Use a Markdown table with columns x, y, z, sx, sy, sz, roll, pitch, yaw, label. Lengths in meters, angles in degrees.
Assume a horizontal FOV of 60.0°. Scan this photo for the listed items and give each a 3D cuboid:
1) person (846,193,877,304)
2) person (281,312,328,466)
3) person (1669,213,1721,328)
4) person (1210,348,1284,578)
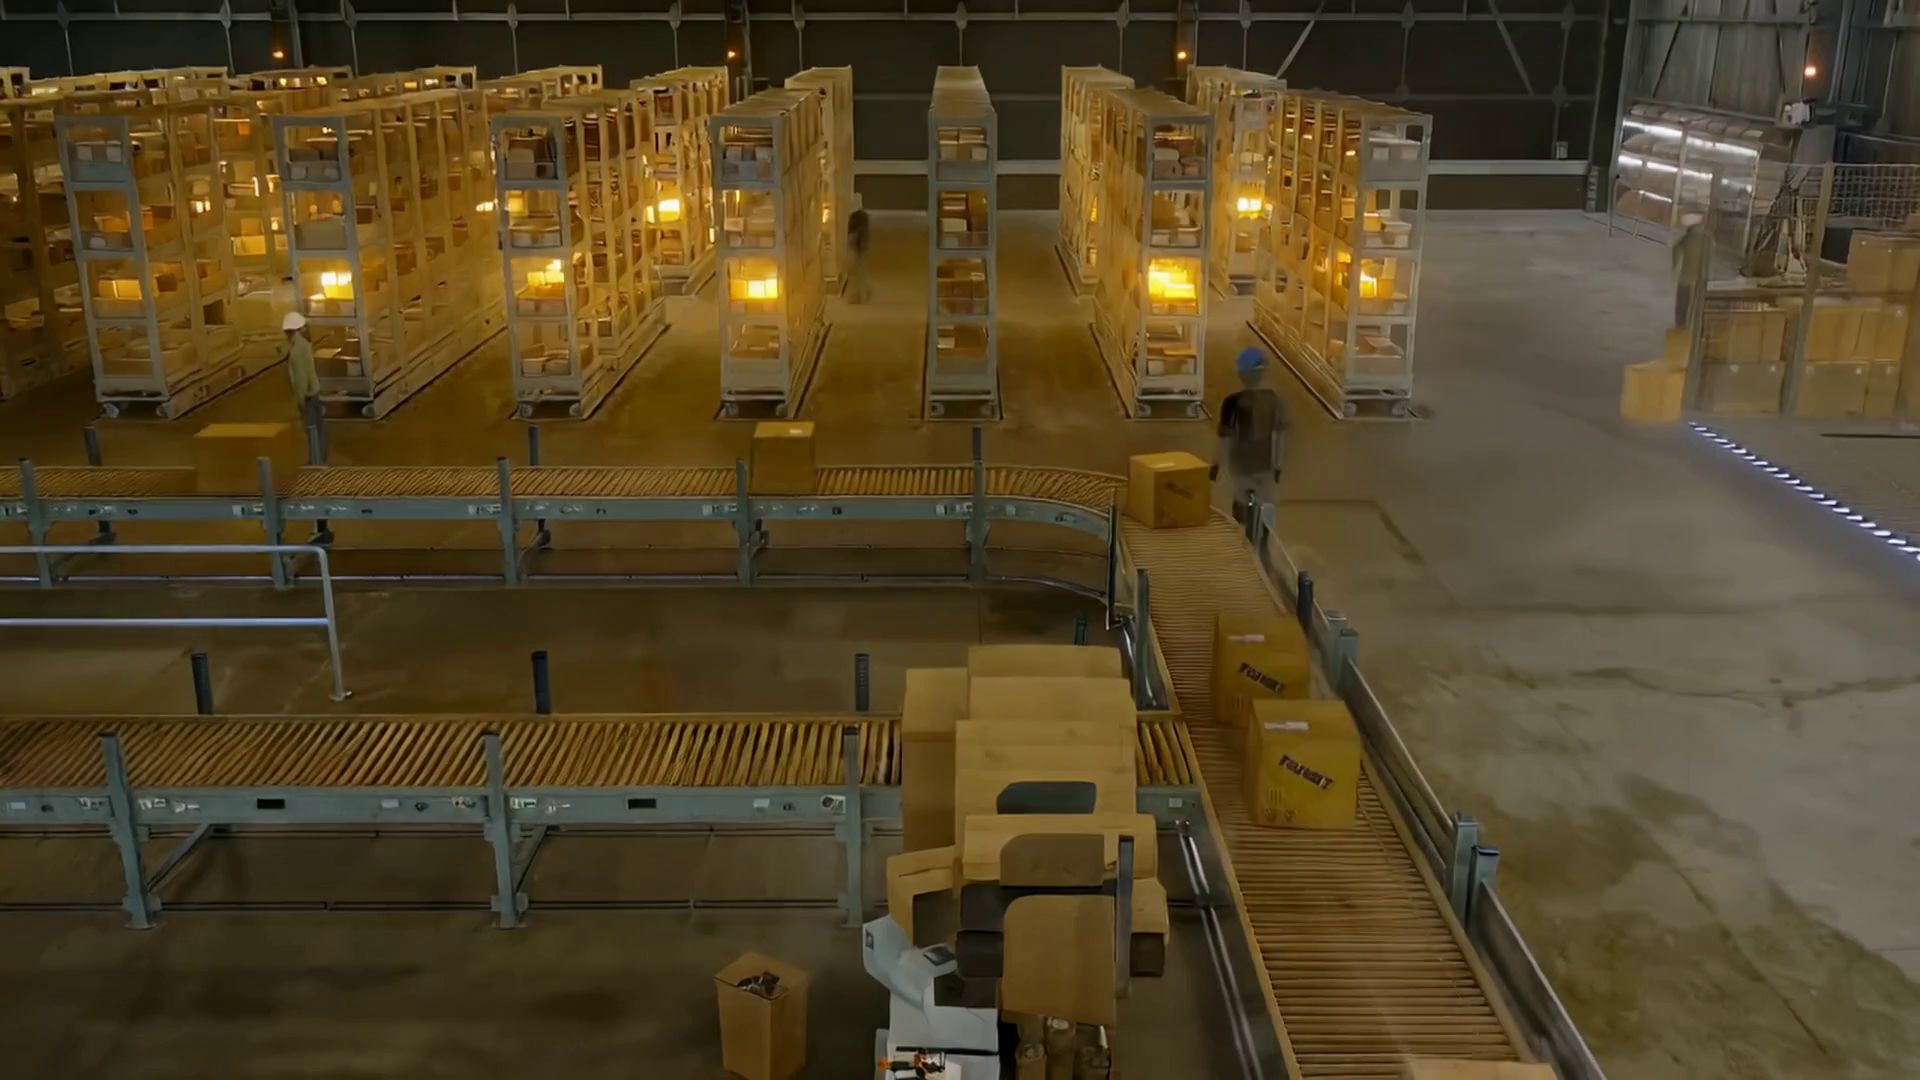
| x | y | z | sx | sy | sz | roll | pitch | yaw | label |
| --- | --- | --- | --- | --- | --- | --- | --- | --- | --- |
| -1.632 | -4.777 | 27.379 | 0.508 | 1.836 | 0.558 | 8 | 20 | 22 | person |
| -6.875 | -1.519 | 17.458 | 0.307 | 1.770 | 0.525 | -3 | 18 | -9 | person |
| 10.592 | -3.688 | 23.872 | 0.791 | 1.949 | 0.421 | 4 | 18 | 13 | person |
| 2.544 | -0.673 | 14.513 | 0.607 | 2.000 | 1.053 | -13 | 22 | -35 | person |
